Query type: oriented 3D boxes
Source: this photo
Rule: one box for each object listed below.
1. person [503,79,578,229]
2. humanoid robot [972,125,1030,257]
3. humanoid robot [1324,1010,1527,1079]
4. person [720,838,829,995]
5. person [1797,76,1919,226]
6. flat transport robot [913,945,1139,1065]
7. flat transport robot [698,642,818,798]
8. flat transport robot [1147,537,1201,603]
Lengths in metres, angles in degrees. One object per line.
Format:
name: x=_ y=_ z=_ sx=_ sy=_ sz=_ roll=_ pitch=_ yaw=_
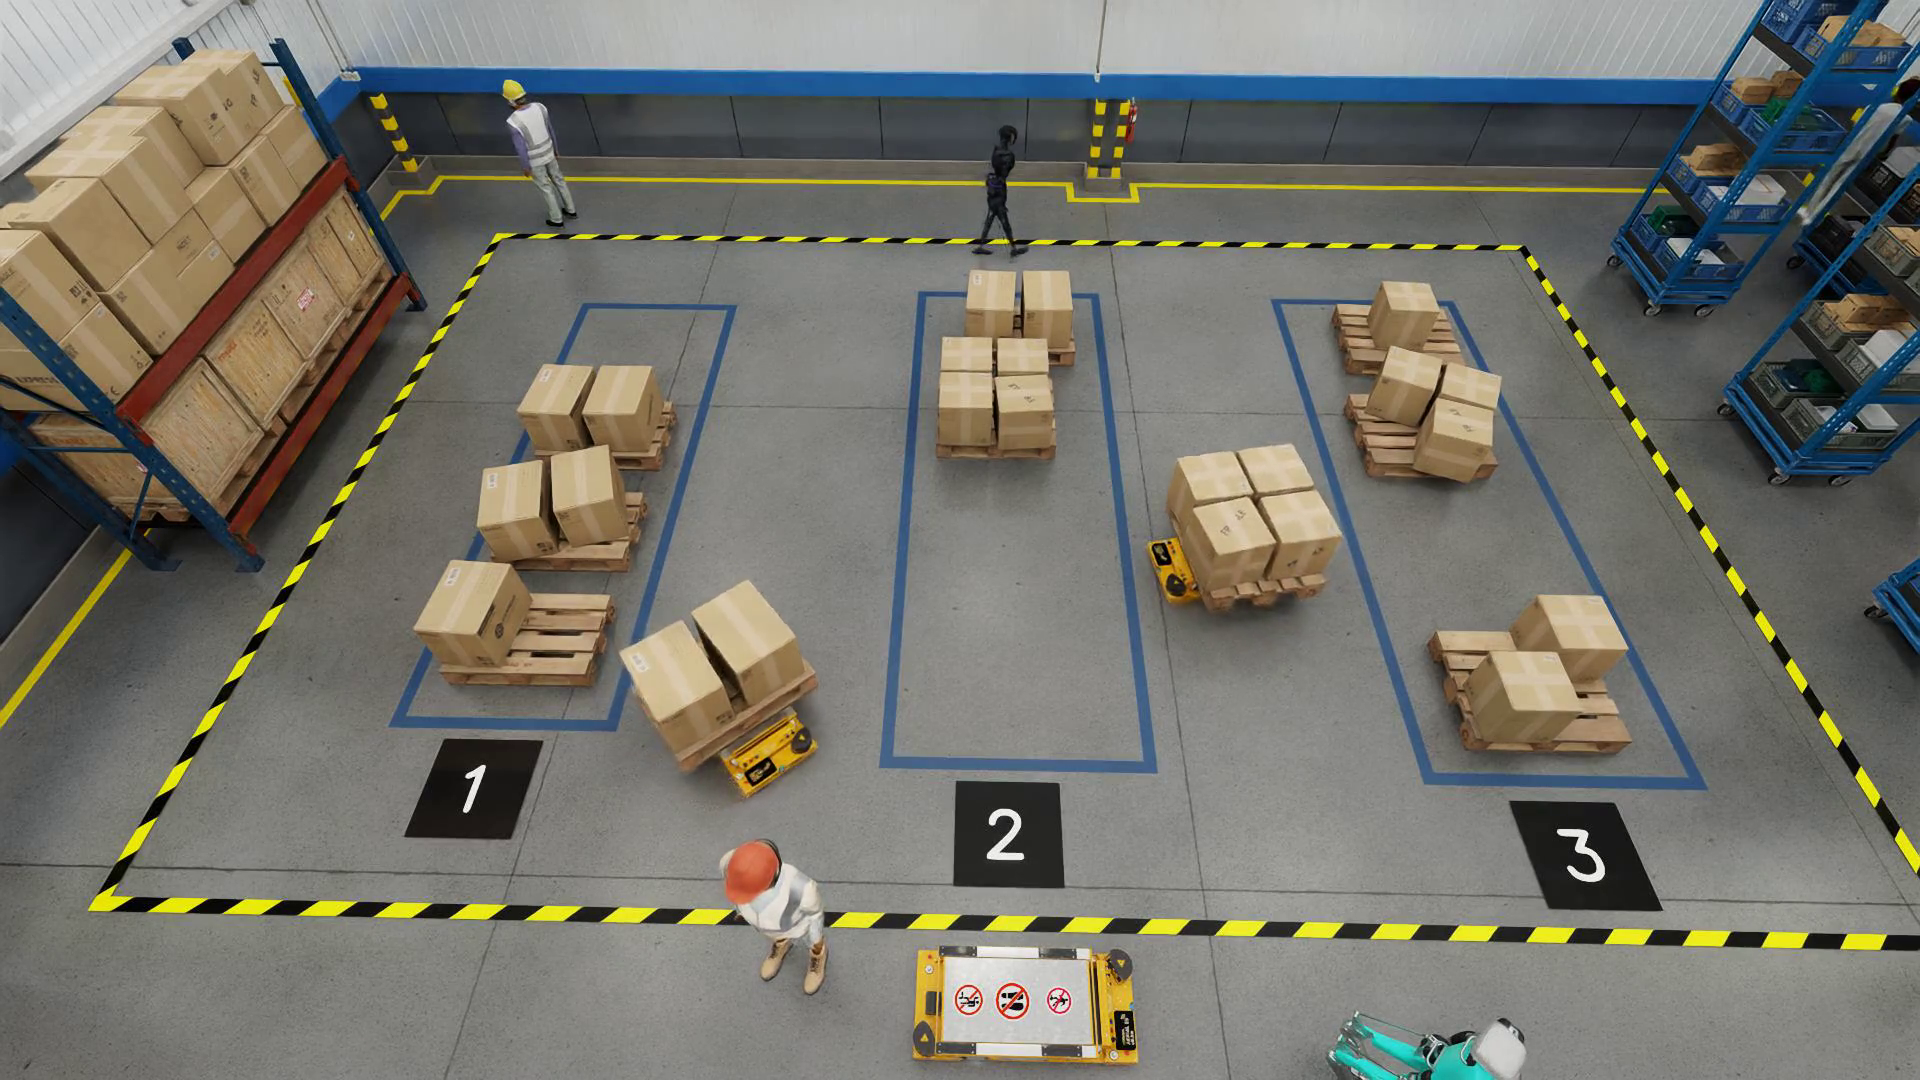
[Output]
person: x=-5.227 y=-4.762 z=11.359 sx=0.404 sy=1.827 sz=0.601 roll=22 pitch=54 yaw=17
humanoid robot: x=0.511 y=-4.167 z=10.992 sx=0.716 sy=1.634 sz=0.610 roll=-4 pitch=51 yaw=-3
humanoid robot: x=2.452 y=2.858 z=5.125 sx=0.533 sy=1.672 sz=0.735 roll=-37 pitch=60 yaw=-26
person: x=-1.091 y=2.271 z=5.490 sx=0.605 sy=2.045 sz=0.375 roll=15 pitch=52 yaw=12
person: x=11.126 y=-4.787 z=11.364 sx=0.543 sy=1.856 sz=0.515 roll=25 pitch=55 yaw=19
flat transport robot: x=0.422 y=3.041 z=6.007 sx=1.431 sy=0.231 sz=0.659 roll=1 pitch=51 yaw=1
flat transport robot: x=-1.820 y=1.323 z=7.390 sx=0.652 sy=0.197 sz=1.431 roll=-32 pitch=58 yaw=-24
flat transport robot: x=2.494 y=0.165 z=8.333 sx=1.431 sy=0.197 sz=0.652 roll=-7 pitch=51 yaw=-6
